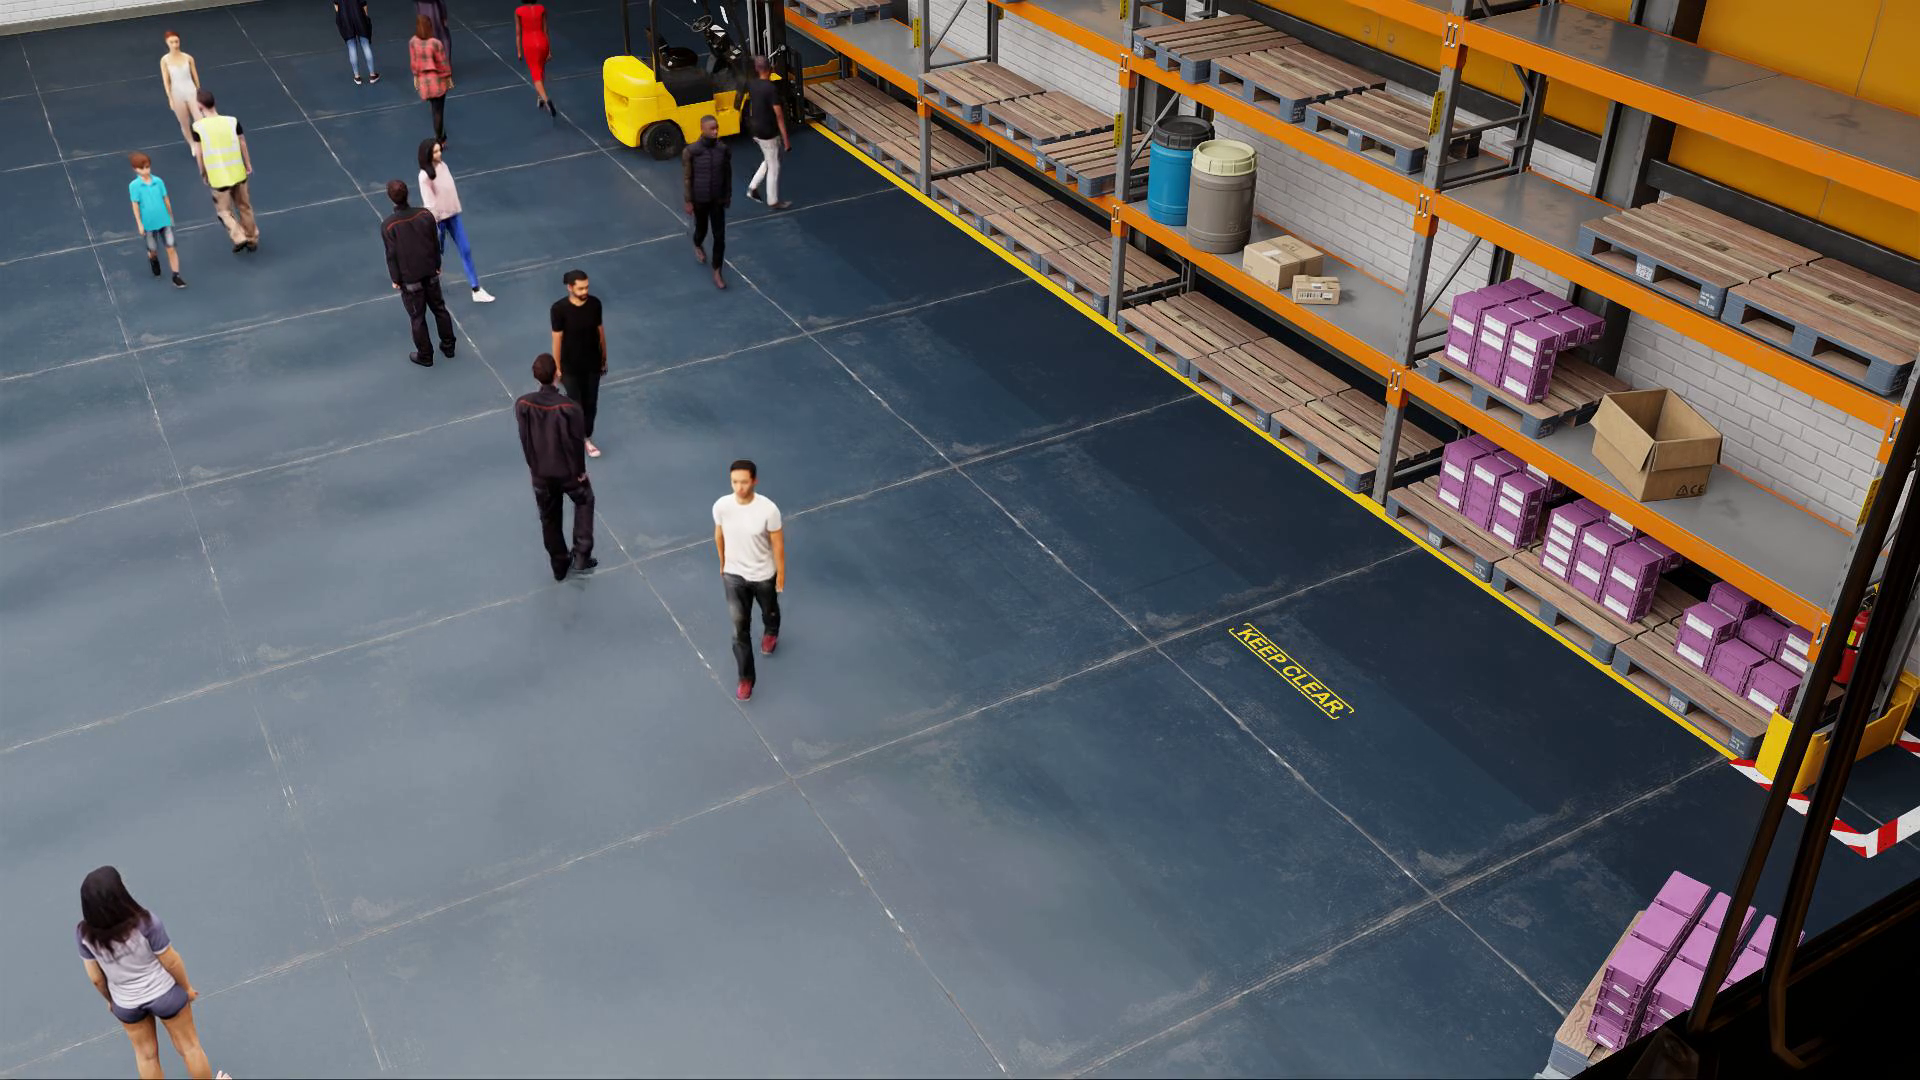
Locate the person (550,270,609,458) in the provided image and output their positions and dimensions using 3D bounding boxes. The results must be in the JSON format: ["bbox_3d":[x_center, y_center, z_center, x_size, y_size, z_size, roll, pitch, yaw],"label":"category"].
[{"bbox_3d":[-3.339,-1.561,14.462,0.719,1.741,0.719,-21,39,-28],"label":"person"}]

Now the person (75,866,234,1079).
[{"bbox_3d":[-4.201,2.345,8.592,0.646,1.733,0.615,-6,34,-9],"label":"person"}]

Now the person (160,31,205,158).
[{"bbox_3d":[-9.519,-5.421,20.400,0.580,1.596,1.060,-16,37,-23],"label":"person"}]

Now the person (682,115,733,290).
[{"bbox_3d":[-2.673,-3.587,17.452,0.780,1.806,1.121,-12,36,-18],"label":"person"}]

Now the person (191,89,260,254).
[{"bbox_3d":[-7.897,-3.922,17.936,0.781,1.828,0.826,-24,41,-32],"label":"person"}]

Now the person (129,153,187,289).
[{"bbox_3d":[-8.470,-3.371,17.455,0.611,1.442,0.810,-25,41,-33],"label":"person"}]

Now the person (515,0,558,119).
[{"bbox_3d":[-5.498,-6.331,21.667,0.597,1.709,1.097,-17,37,-24],"label":"person"}]

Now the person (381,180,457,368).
[{"bbox_3d":[-5.171,-2.546,15.854,0.669,1.840,0.772,29,43,36],"label":"person"}]

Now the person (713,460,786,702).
[{"bbox_3d":[-1.452,0.181,11.824,1.056,1.761,1.227,3,34,4],"label":"person"}]

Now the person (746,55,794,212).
[{"bbox_3d":[-2.288,-4.608,19.006,0.772,1.785,0.707,-19,38,-26],"label":"person"}]

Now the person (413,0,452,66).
[{"bbox_3d":[-7.390,-7.269,23.171,0.793,1.607,0.933,-2,34,-2],"label":"person"}]

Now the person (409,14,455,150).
[{"bbox_3d":[-6.598,-5.644,20.653,0.815,1.687,0.875,8,34,12],"label":"person"}]

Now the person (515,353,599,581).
[{"bbox_3d":[-3.097,-0.496,12.719,0.833,1.896,0.867,1,34,1],"label":"person"}]

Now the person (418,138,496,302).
[{"bbox_3d":[-5.365,-3.263,17.037,1.271,1.725,1.095,15,36,21],"label":"person"}]

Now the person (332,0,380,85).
[{"bbox_3d":[-8.364,-7.154,22.929,0.692,1.684,0.653,-8,34,-11],"label":"person"}]
